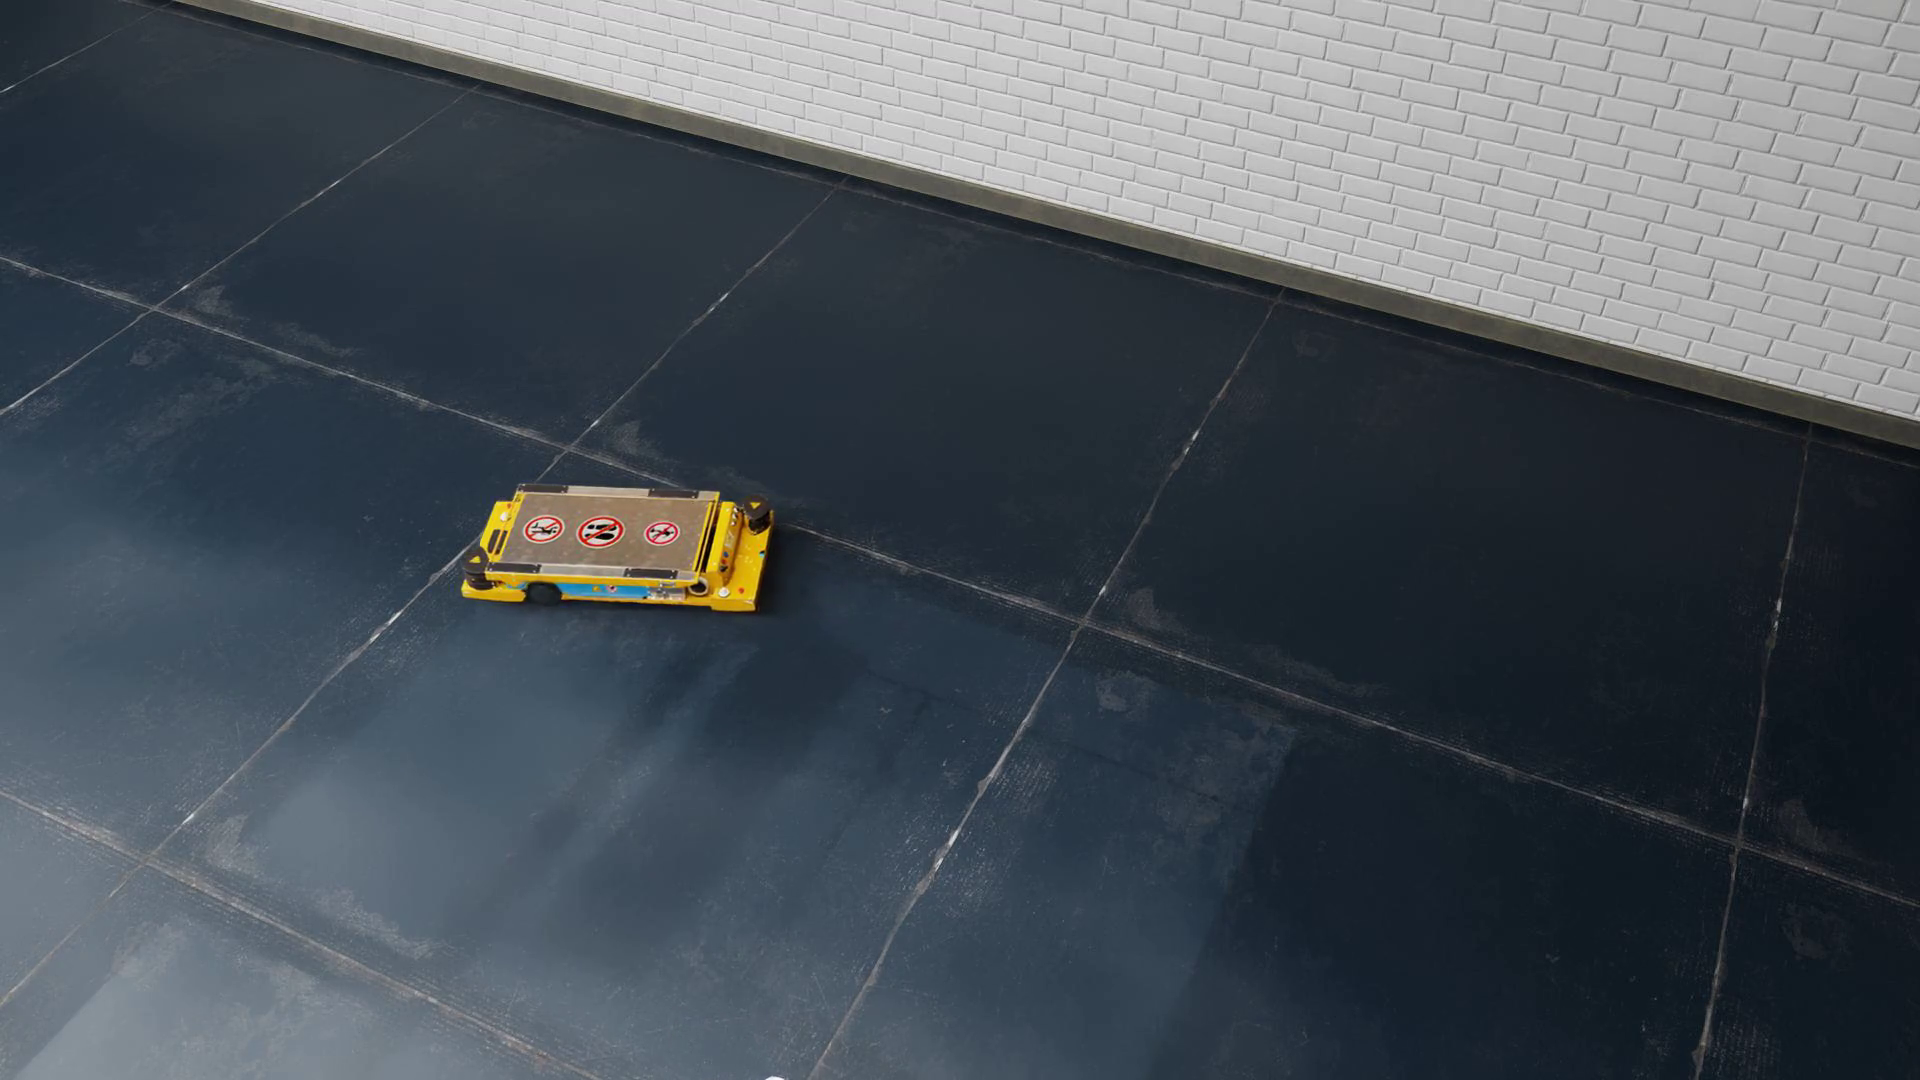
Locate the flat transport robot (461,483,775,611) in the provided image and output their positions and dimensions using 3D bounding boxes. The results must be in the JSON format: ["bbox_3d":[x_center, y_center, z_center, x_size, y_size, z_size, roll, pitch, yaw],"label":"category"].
[{"bbox_3d":[-1.676,0.036,8.216,1.431,0.231,0.659,2,43,3],"label":"flat transport robot"}]
